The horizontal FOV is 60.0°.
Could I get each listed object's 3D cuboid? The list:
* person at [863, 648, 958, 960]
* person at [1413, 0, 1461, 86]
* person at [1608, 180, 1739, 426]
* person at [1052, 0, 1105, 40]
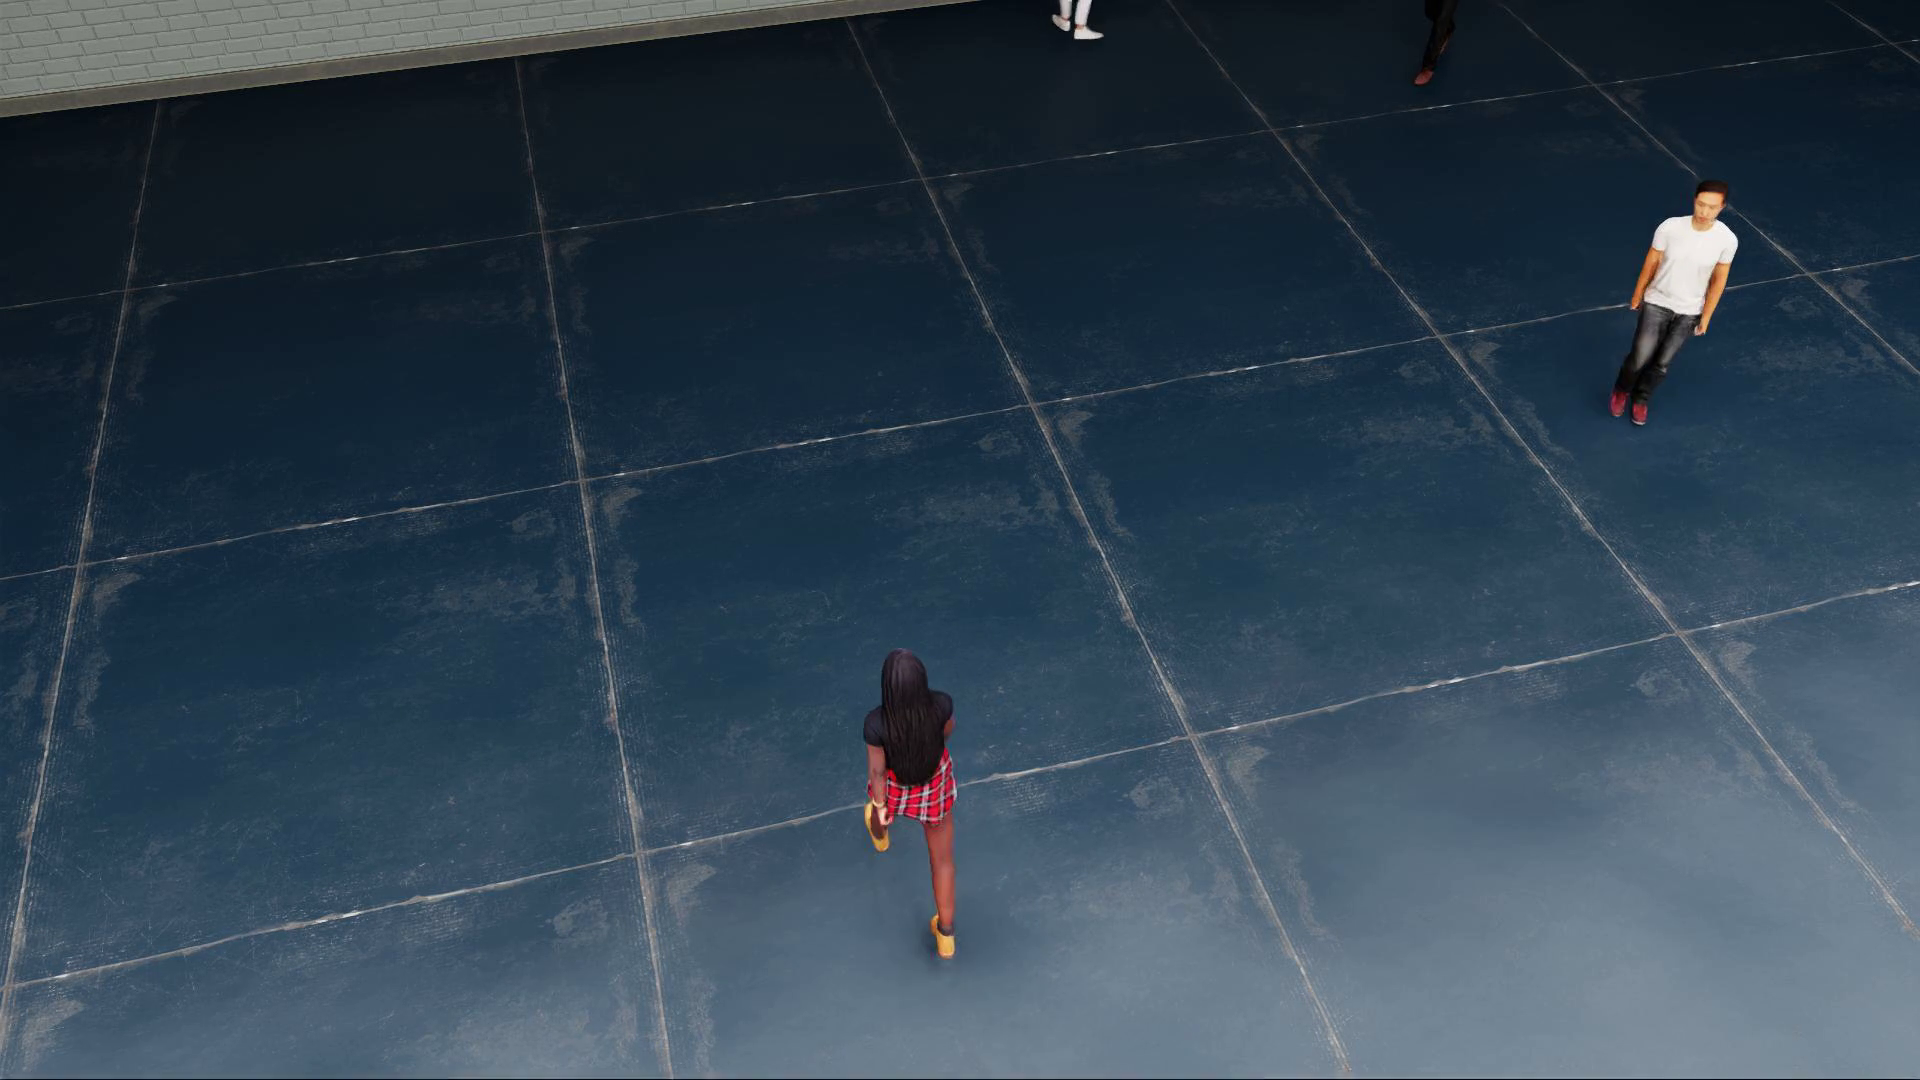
[{"bbox_3d":[-0.173,1.219,7.654,0.625,1.675,1.219,-12,44,-13],"label":"person"},{"bbox_3d":[4.161,-4.804,14.065,1.164,1.728,1.105,32,51,29],"label":"person"},{"bbox_3d":[4.515,-1.533,10.518,0.748,1.788,0.776,11,44,12],"label":"person"},{"bbox_3d":[0.998,-5.252,14.593,0.837,1.663,0.884,10,44,10],"label":"person"}]
